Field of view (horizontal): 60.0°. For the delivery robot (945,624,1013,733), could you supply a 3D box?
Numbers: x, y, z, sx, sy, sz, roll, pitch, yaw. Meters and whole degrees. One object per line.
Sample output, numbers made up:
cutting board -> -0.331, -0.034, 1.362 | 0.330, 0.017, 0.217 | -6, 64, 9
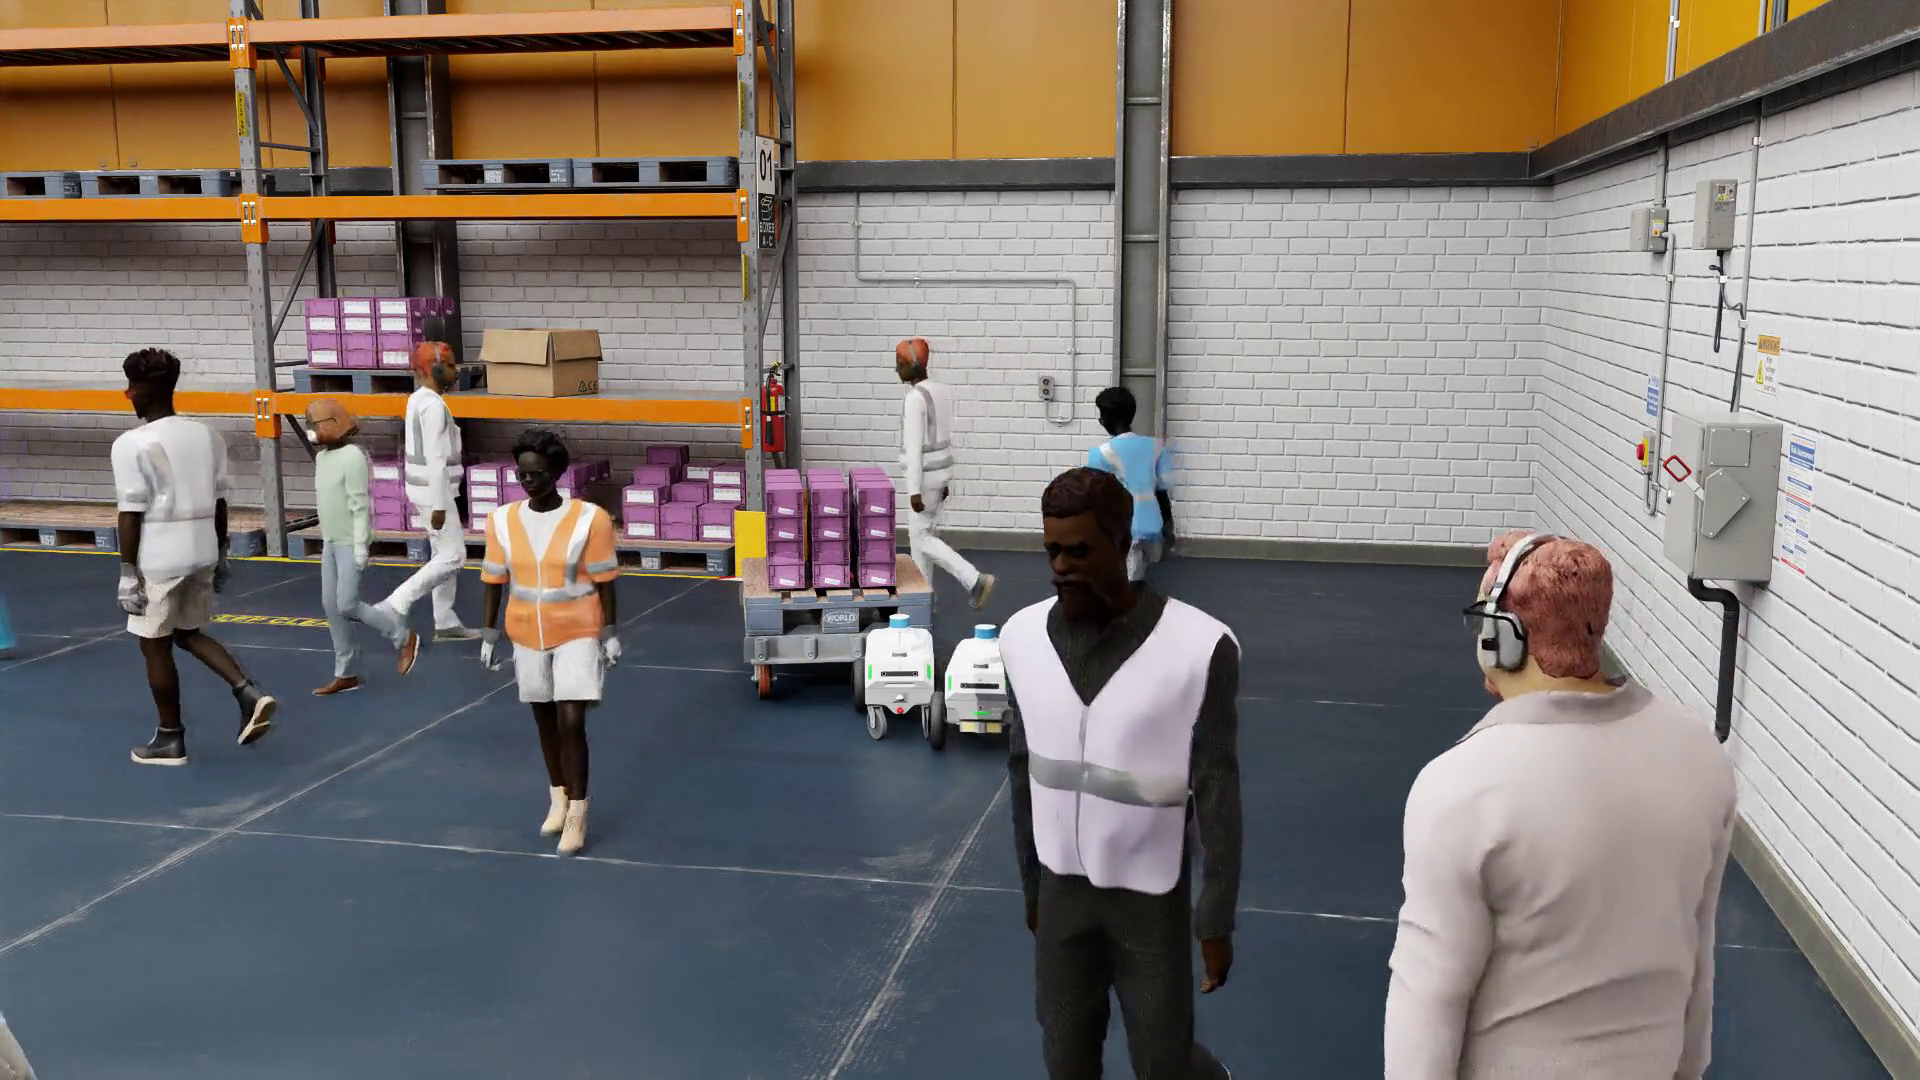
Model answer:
delivery robot -> 0.125, 0.656, 8.137 | 0.477, 0.478, 0.707 | 1, 9, 5

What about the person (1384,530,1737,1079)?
person -> 1.004, 0.931, 2.758 | 0.664, 1.888, 0.558 | -4, 10, -23

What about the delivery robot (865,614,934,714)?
delivery robot -> -0.304, 0.618, 8.367 | 0.477, 0.478, 0.707 | 0, 9, -2

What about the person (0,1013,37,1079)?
person -> -2.216, 0.929, 3.558 | 0.544, 1.606, 0.640 | 4, 10, 22

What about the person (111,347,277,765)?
person -> -3.571, 0.089, 7.666 | 0.571, 1.951, 0.618 | 3, 10, 15

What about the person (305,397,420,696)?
person -> -3.282, 0.028, 9.012 | 0.515, 1.611, 0.489 | 9, 13, 43

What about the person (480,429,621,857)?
person -> -1.638, 0.402, 6.574 | 0.552, 1.670, 0.623 | 1, 10, 9

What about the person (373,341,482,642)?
person -> -3.229, -0.261, 10.041 | 0.561, 1.865, 0.582 | -5, 11, -27

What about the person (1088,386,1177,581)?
person -> 0.960, -0.034, 9.317 | 0.564, 1.639, 0.868 | -7, 12, -38

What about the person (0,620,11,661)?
person -> -5.985, -0.148, 9.502 | 0.926, 1.796, 0.597 | -4, 10, -23

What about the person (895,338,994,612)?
person -> -0.126, -0.384, 10.830 | 0.715, 1.854, 0.621 | 3, 10, 19

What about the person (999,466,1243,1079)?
person -> 0.383, 0.758, 3.787 | 0.608, 1.891, 0.680 | 6, 11, 30
